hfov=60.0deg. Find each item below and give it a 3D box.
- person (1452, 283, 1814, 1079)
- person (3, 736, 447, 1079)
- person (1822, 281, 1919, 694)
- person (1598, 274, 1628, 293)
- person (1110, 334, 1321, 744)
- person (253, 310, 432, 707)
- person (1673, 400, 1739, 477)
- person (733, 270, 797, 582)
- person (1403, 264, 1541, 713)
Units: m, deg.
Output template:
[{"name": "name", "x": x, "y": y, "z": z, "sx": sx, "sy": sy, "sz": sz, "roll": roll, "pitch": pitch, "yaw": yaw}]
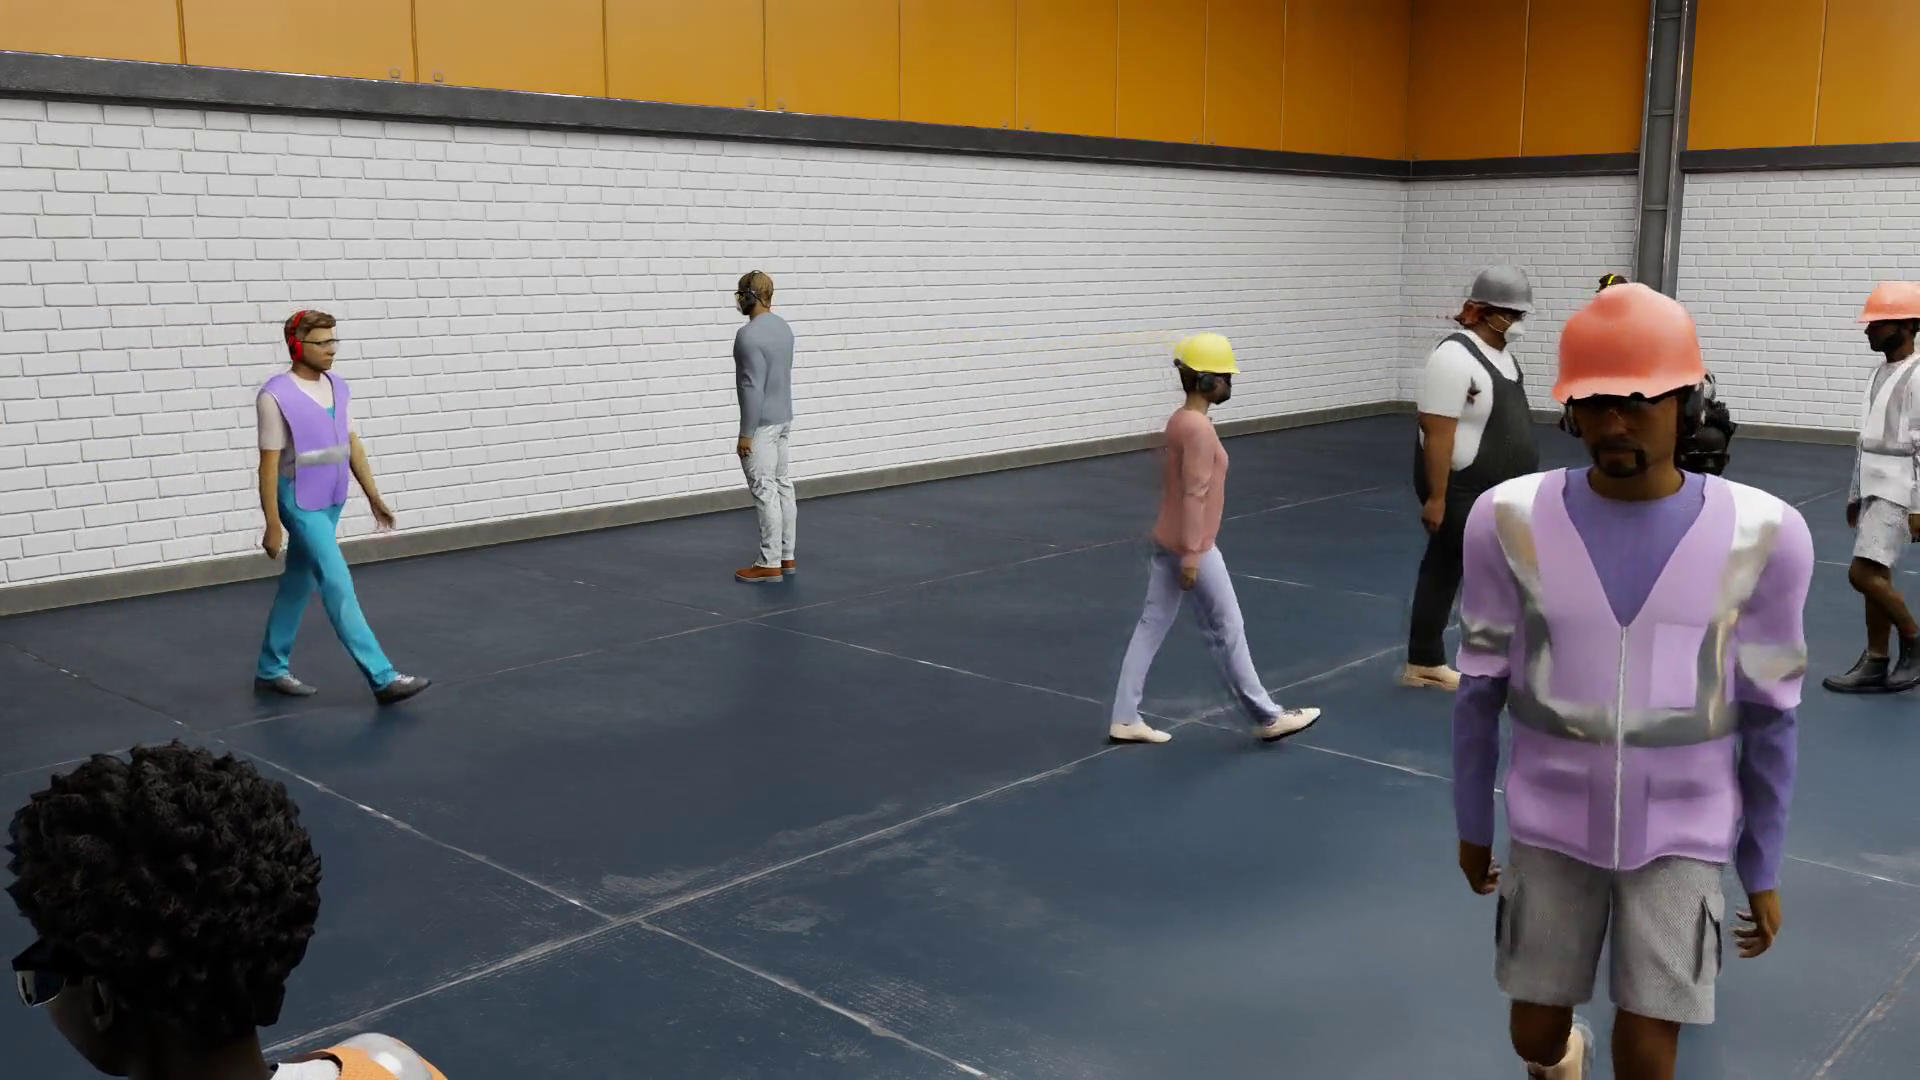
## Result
[{"name": "person", "x": 1.264, "y": 0.518, "z": 3.213, "sx": 0.606, "sy": 2.020, "sz": 0.743, "roll": 4, "pitch": 11, "yaw": 22}, {"name": "person", "x": -0.593, "y": 0.998, "z": 1.400, "sx": 0.318, "sy": 1.691, "sz": 0.534, "roll": 3, "pitch": 10, "yaw": 15}, {"name": "person", "x": 4.253, "y": -0.216, "z": 7.636, "sx": 0.414, "sy": 1.924, "sz": 0.574, "roll": 1, "pitch": 10, "yaw": 7}, {"name": "person", "x": 5.146, "y": -1.173, "z": 13.244, "sx": 0.329, "sy": 1.873, "sz": 0.512, "roll": 9, "pitch": 13, "yaw": 42}, {"name": "person", "x": 1.041, "y": 0.015, "z": 6.885, "sx": 0.900, "sy": 1.715, "sz": 0.554, "roll": -1, "pitch": 10, "yaw": -6}, {"name": "person", "x": -2.865, "y": -0.136, "z": 7.539, "sx": 0.955, "sy": 1.792, "sz": 0.597, "roll": 1, "pitch": 10, "yaw": 8}, {"name": "person", "x": 2.106, "y": 0.415, "z": 4.812, "sx": 0.552, "sy": 1.644, "sz": 0.897, "roll": 0, "pitch": 10, "yaw": 0}, {"name": "person", "x": -1.226, "y": -0.706, "z": 10.390, "sx": 0.353, "sy": 1.937, "sz": 0.635, "roll": 3, "pitch": 10, "yaw": 16}, {"name": "person", "x": 2.403, "y": -0.259, "z": 7.554, "sx": 0.814, "sy": 2.000, "sz": 0.708, "roll": 6, "pitch": 12, "yaw": 32}]
